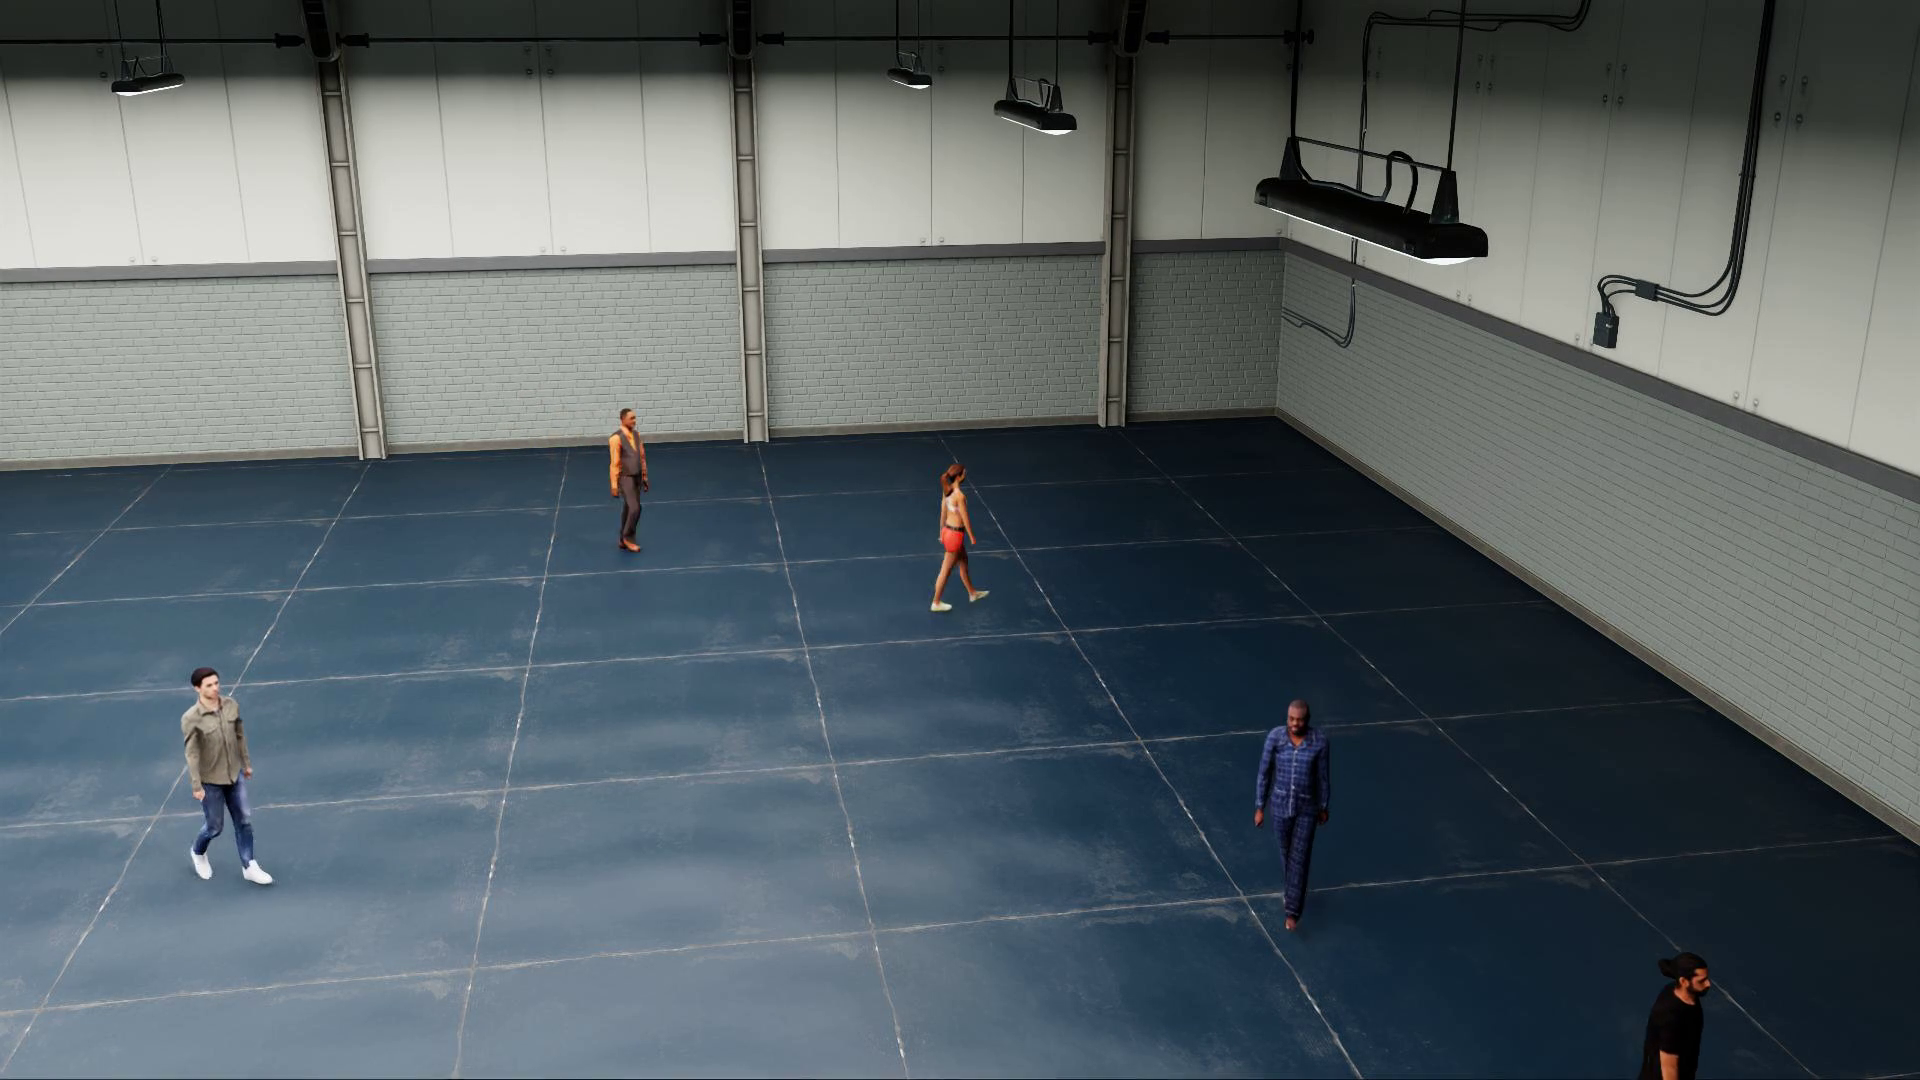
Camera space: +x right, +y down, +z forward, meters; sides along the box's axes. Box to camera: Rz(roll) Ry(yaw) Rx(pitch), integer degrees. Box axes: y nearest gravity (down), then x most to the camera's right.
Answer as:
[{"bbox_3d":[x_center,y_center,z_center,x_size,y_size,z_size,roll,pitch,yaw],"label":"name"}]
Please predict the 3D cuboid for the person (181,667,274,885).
[{"bbox_3d":[-6.010,1.880,13.394,1.139,1.876,1.057,10,21,29],"label":"person"}]

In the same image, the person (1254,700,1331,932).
[{"bbox_3d":[2.629,2.057,12.989,1.165,1.791,1.112,6,19,19],"label":"person"}]

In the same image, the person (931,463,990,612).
[{"bbox_3d":[-0.158,0.005,19.339,1.066,1.761,0.733,-7,19,-22],"label":"person"}]

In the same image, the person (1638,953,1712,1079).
[{"bbox_3d":[4.035,3.158,9.714,1.108,1.724,1.054,13,22,34],"label":"person"}]

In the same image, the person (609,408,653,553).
[{"bbox_3d":[-4.372,-0.779,21.526,0.914,1.896,0.863,9,20,27],"label":"person"}]
